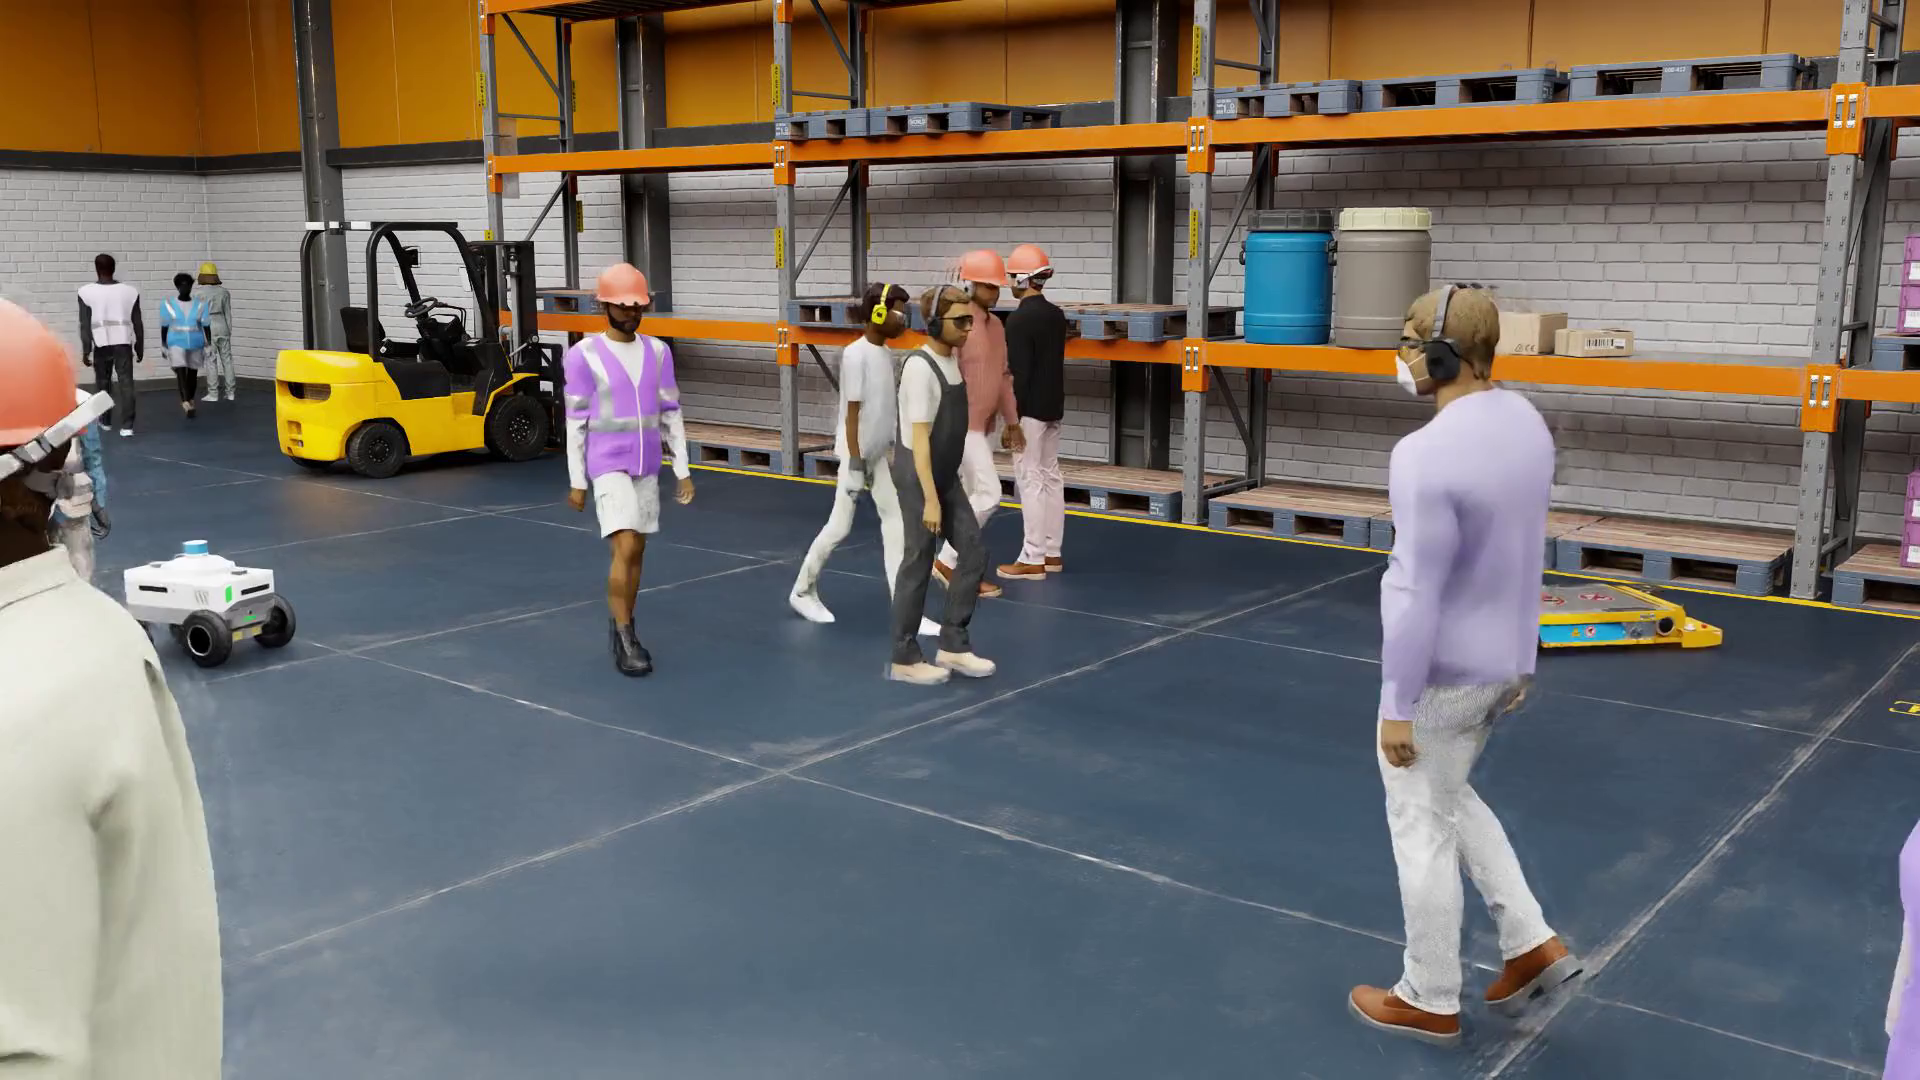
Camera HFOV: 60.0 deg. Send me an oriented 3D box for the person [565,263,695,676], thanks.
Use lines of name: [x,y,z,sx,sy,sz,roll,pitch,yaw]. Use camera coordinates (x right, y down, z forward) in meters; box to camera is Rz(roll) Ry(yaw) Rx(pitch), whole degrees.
person: [-1.510,-0.327,7.811,0.546,1.914,0.721,-10,14,-43]

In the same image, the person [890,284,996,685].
person: [-0.061,-0.229,7.480,0.594,1.822,0.525,4,11,22]

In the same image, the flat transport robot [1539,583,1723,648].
flat transport robot: [2.997,0.389,8.378,1.431,0.197,0.652,-2,10,-9]

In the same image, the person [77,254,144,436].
person: [-8.857,-2.034,17.358,0.620,1.867,1.005,-8,13,-36]

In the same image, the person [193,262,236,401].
person: [-9.423,-2.623,20.991,0.294,1.744,0.486,7,12,33]

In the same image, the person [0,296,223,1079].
person: [-1.009,0.703,1.885,0.480,1.984,0.640,-4,11,-21]

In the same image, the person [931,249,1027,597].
person: [0.104,-0.639,9.352,0.443,1.974,0.608,4,11,23]

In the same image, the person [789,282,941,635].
person: [-0.522,-0.417,8.606,0.962,1.812,0.556,5,11,24]

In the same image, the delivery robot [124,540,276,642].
delivery robot: [-3.718,0.245,8.131,0.707,0.478,0.477,4,11,21]

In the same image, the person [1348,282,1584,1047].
person: [1.232,0.331,4.117,0.478,1.921,0.654,10,14,43]

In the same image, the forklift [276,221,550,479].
forklift: [-4.922,-1.741,14.854,1.214,2.155,2.313,8,13,38]

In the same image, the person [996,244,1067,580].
person: [0.421,-0.759,9.965,0.395,1.994,0.612,6,12,29]

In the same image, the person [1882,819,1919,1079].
person: [1.050,0.863,1.556,0.993,1.795,0.567,0,10,-2]

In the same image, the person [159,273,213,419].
person: [-8.792,-2.207,18.937,0.540,1.633,0.909,-7,12,-34]

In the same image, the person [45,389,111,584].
person: [-4.008,-0.100,7.298,0.309,1.639,0.523,9,14,41]
